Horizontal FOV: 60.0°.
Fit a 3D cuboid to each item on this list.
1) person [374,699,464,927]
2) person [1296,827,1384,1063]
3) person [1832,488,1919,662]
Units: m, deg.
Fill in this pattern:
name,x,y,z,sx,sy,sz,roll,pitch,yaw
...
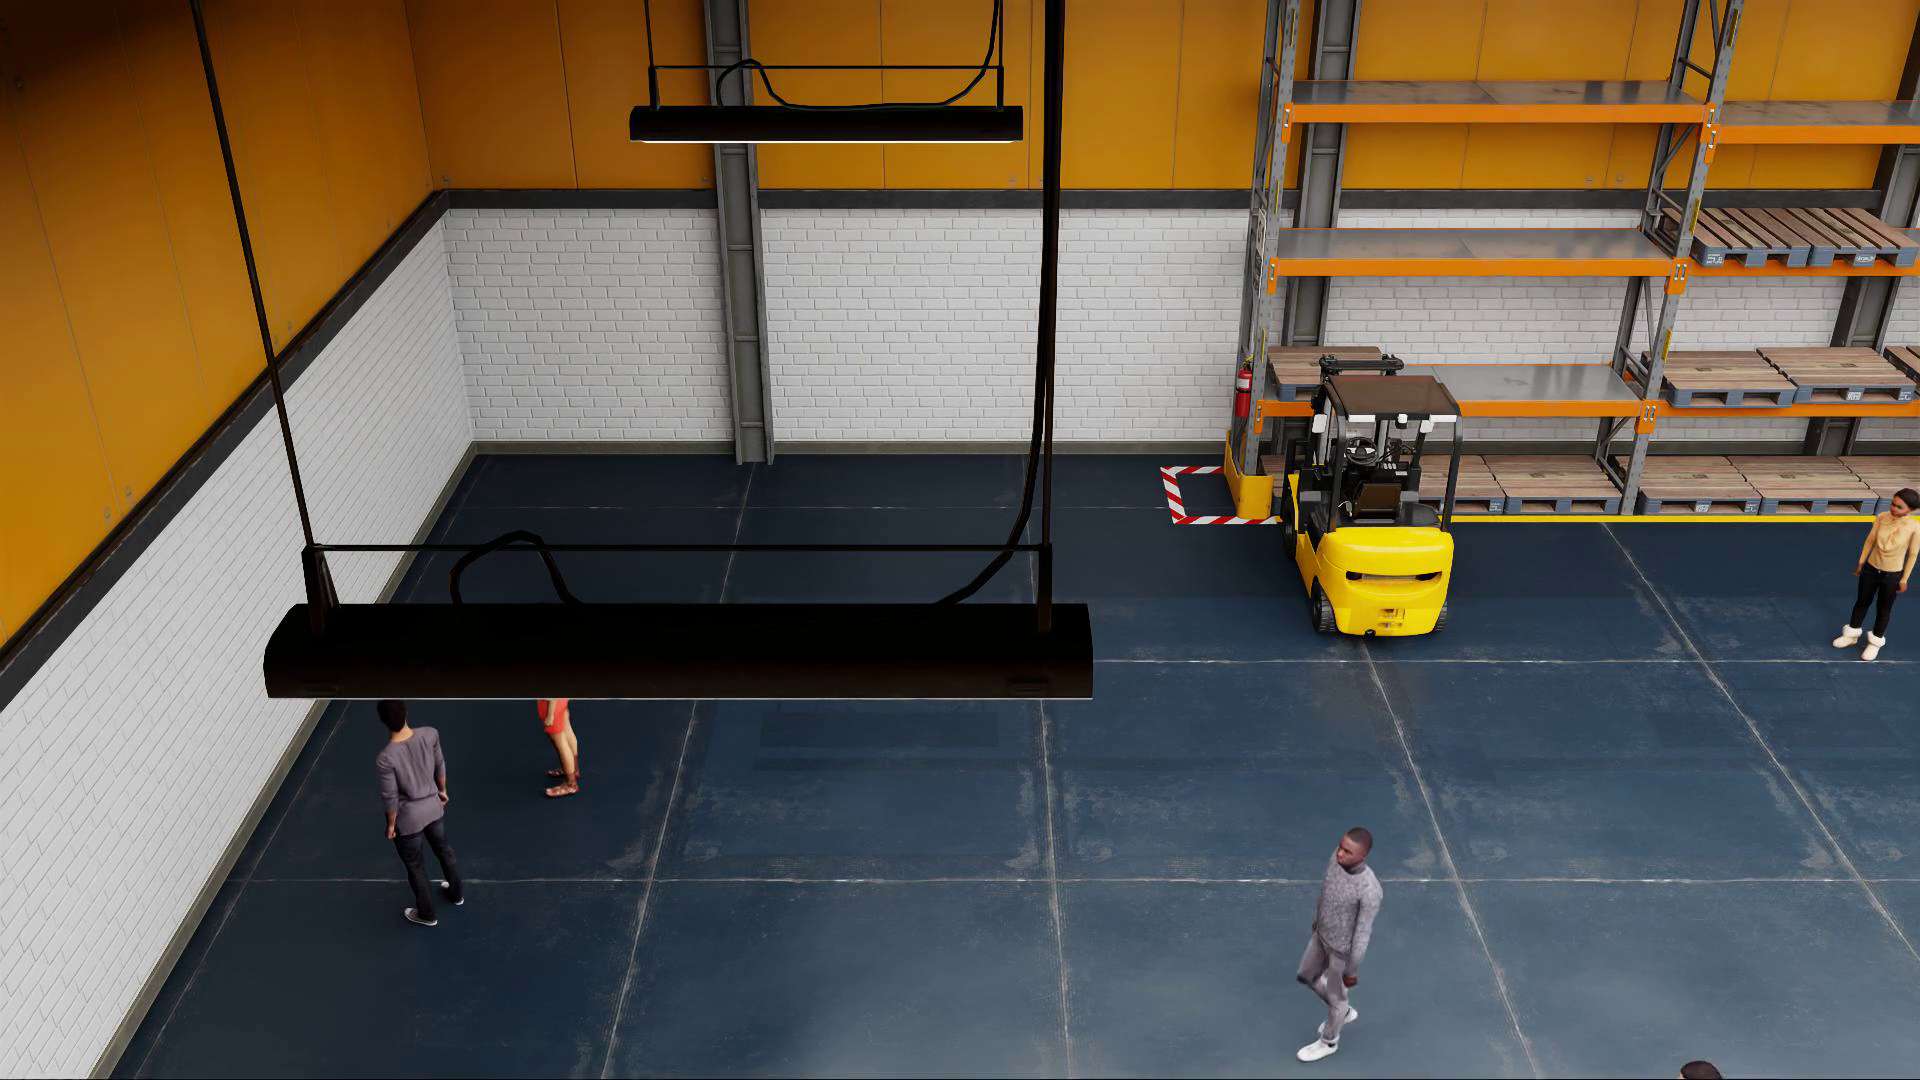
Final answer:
name,x,y,z,sx,sy,sz,roll,pitch,yaw
person,-3.793,1.876,11.621,0.759,1.849,0.747,19,34,31
person,2.458,2.517,10.467,0.820,1.829,0.818,-9,30,-16
person,8.199,0.277,14.752,0.727,1.659,0.688,-21,35,-33
